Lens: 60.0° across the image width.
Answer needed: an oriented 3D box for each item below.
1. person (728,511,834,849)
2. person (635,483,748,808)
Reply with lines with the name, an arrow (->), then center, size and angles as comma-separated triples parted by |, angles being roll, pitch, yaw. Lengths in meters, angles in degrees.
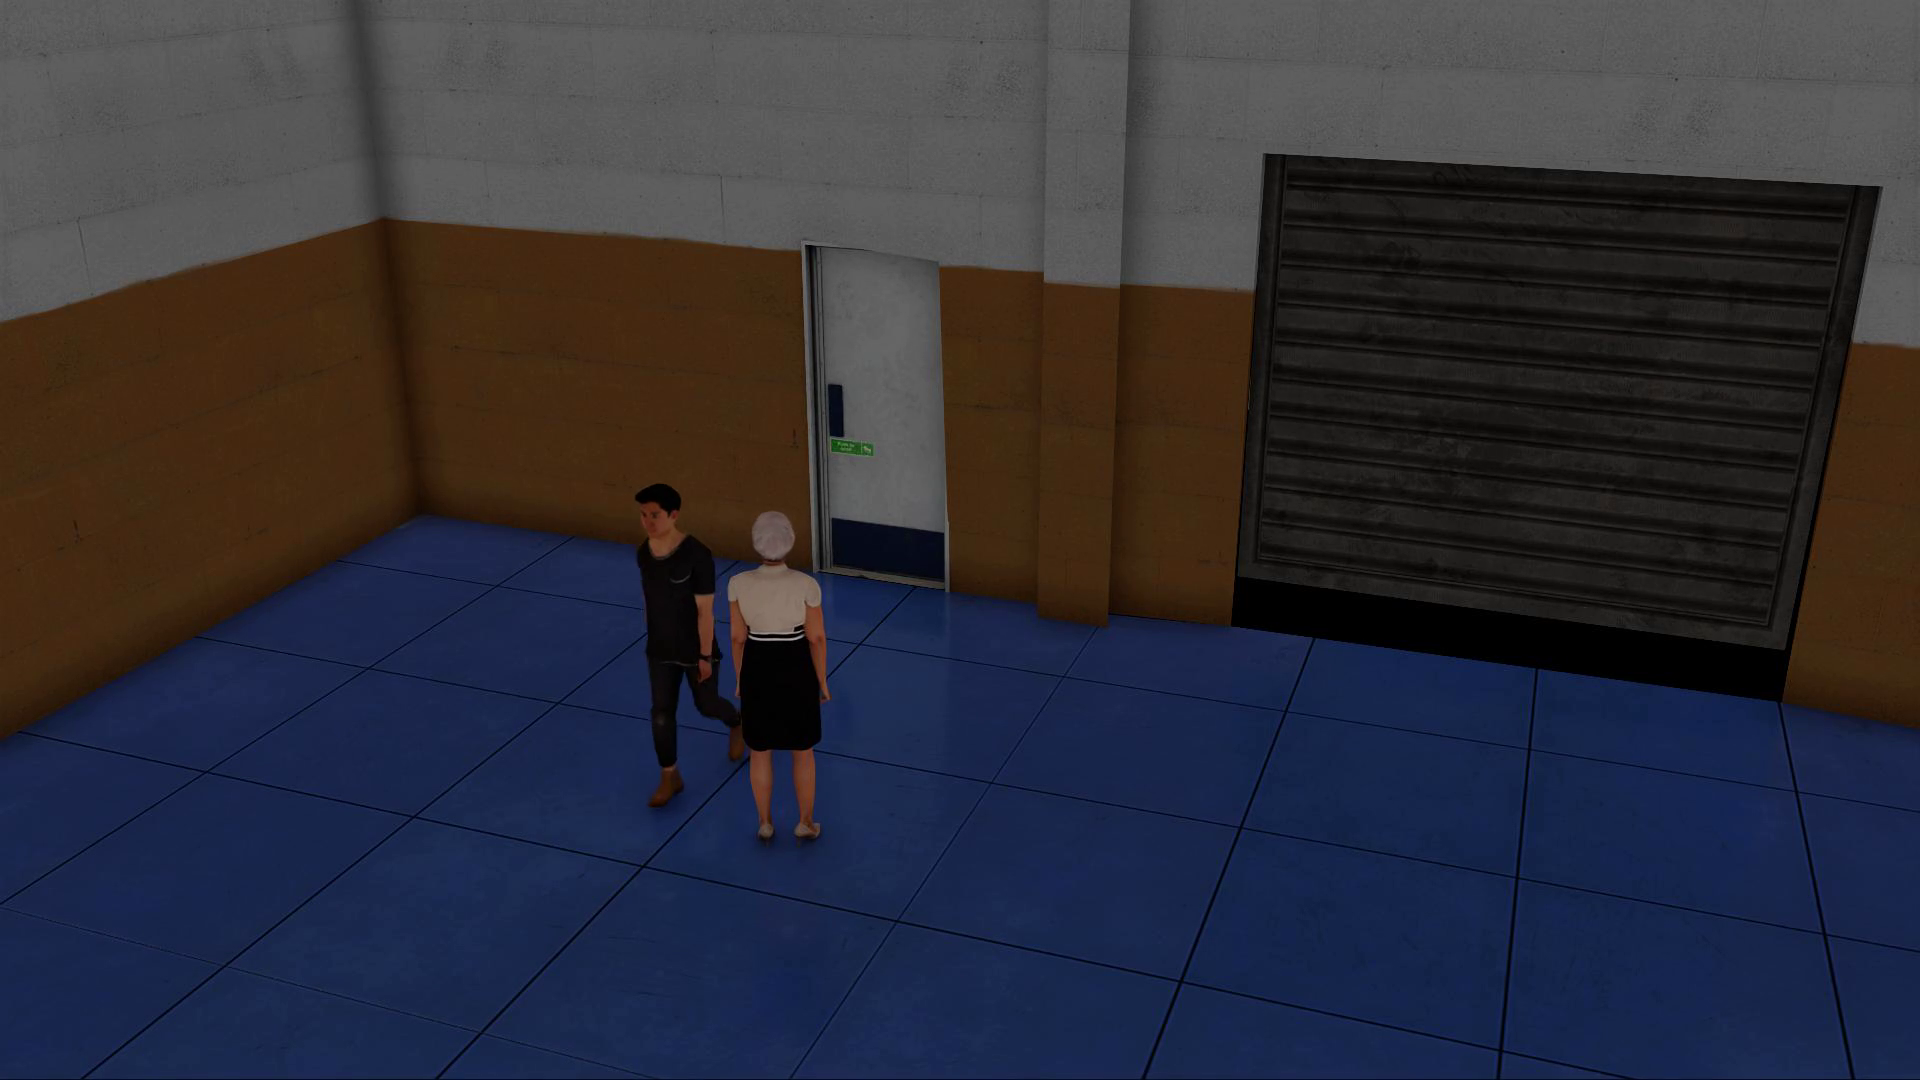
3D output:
person -> -0.866, 0.686, 7.959 | 0.574, 1.756, 0.742 | 1, 22, 3
person -> -1.374, 0.495, 8.523 | 0.930, 1.690, 0.657 | 8, 23, 19
